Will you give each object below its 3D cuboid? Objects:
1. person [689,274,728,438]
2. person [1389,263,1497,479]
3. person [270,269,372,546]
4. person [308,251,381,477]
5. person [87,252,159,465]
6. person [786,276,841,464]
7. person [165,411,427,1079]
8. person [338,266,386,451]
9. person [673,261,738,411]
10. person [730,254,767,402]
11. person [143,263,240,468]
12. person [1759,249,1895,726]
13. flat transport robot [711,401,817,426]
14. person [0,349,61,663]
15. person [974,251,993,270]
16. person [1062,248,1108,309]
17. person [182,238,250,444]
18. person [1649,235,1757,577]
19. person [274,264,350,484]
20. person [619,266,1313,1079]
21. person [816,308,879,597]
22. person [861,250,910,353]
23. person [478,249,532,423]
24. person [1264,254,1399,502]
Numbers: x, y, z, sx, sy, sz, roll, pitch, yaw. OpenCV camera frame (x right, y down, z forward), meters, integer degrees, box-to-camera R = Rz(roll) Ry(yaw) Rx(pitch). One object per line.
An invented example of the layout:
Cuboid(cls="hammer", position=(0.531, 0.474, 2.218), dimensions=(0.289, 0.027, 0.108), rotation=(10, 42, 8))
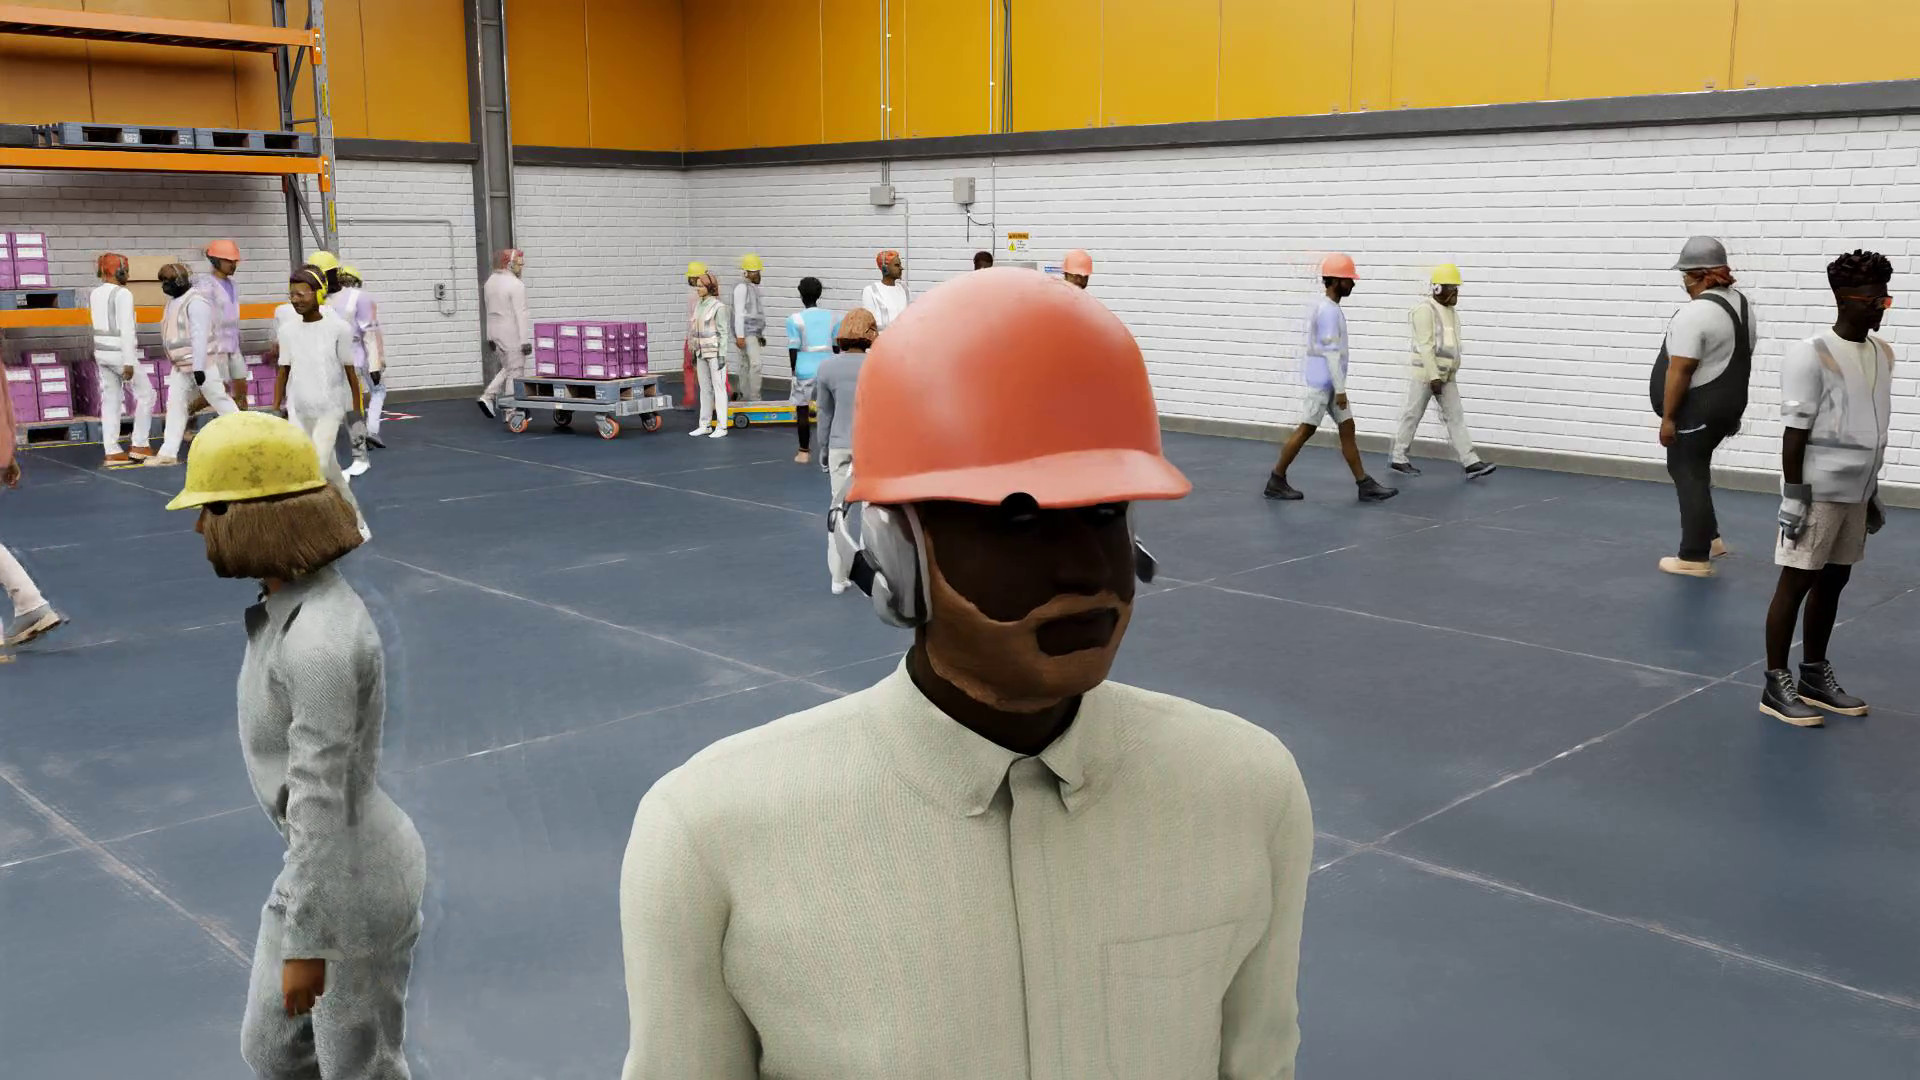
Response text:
Cuboid(cls="person", position=(-2.511, -1.843, 16.685), dimensions=(0.314, 1.641, 0.515), rotation=(-10, 14, -43))
Cuboid(cls="person", position=(3.995, -1.384, 13.778), dimensions=(0.590, 1.781, 0.935), rotation=(-9, 14, -42))
Cuboid(cls="person", position=(-4.038, -0.778, 10.412), dimensions=(0.545, 1.816, 1.000), rotation=(3, 11, 15))
Cuboid(cls="person", position=(-5.250, -1.478, 14.025), dimensions=(0.607, 1.889, 0.655), rotation=(3, 11, 16))
Cuboid(cls="person", position=(-7.400, -1.605, 14.763), dimensions=(0.601, 1.863, 0.638), rotation=(6, 12, 29))
Cuboid(cls="person", position=(-1.233, -1.456, 14.505), dimensions=(0.534, 1.676, 0.712), rotation=(-5, 12, -26))
Cuboid(cls="person", position=(-1.154, 0.625, 2.996), dimensions=(0.389, 1.724, 0.519), rotation=(-6, 12, -30))
Cuboid(cls="person", position=(-5.624, -1.687, 15.569), dimensions=(0.595, 1.724, 0.437), rotation=(2, 11, 11))
Cuboid(cls="person", position=(-2.921, -2.311, 19.009), dimensions=(0.747, 1.734, 0.527), rotation=(7, 13, 34))
Cuboid(cls="person", position=(-2.355, -2.375, 19.130), dimensions=(0.532, 1.802, 0.683), rotation=(1, 10, 5))
Cuboid(cls="person", position=(-6.742, -1.555, 14.727), dimensions=(0.660, 1.792, 0.983), rotation=(9, 14, 41))
Cuboid(cls="person", position=(3.639, -0.218, 6.934), dimensions=(0.609, 1.965, 0.369), rotation=(-6, 12, -28))
Cuboid(cls="flat transport robot", position=(-2.033, -1.359, 17.783), dimensions=(1.431, 0.197, 0.652), rotation=(-2, 11, -10))
Cuboid(cls="person", position=(-4.700, -0.384, 7.824), dimensions=(0.472, 1.971, 0.661), rotation=(-1, 10, -5))
Cuboid(cls="person", position=(0.195, -1.959, 16.695), dimensions=(0.591, 1.883, 0.881), rotation=(-3, 11, -14))
Cuboid(cls="person", position=(0.826, -1.194, 12.370), dimensions=(0.581, 1.924, 0.445), rotation=(-2, 11, -10))
Cuboid(cls="person", position=(-7.034, -1.829, 15.647), dimensions=(0.823, 2.010, 0.635), rotation=(1, 10, 8))
Cuboid(cls="person", position=(4.374, -0.799, 9.901), dimensions=(0.712, 2.000, 0.536), rotation=(-8, 13, -38))
Cuboid(cls="person", position=(-4.859, -1.147, 12.452), dimensions=(0.529, 1.798, 1.024), rotation=(-1, 10, -8))
Cuboid(cls="person", position=(0.023, 0.778, 1.422), dimensions=(0.615, 1.997, 0.373), rotation=(-4, 11, -19))
Cuboid(cls="person", position=(-0.577, -0.494, 9.395), dimensions=(0.496, 1.624, 0.311), rotation=(4, 11, 22))
Cuboid(cls="person", position=(-0.652, -1.715, 15.325), dimensions=(0.345, 1.882, 0.584), rotation=(9, 14, 42))
Cuboid(cls="person", position=(-4.852, -2.179, 17.860), dimensions=(0.481, 1.883, 0.648), rotation=(-10, 14, -43))
Cuboid(cls="person", position=(2.801, -1.212, 12.592), dimensions=(1.015, 1.883, 0.567), rotation=(3, 11, 16))
